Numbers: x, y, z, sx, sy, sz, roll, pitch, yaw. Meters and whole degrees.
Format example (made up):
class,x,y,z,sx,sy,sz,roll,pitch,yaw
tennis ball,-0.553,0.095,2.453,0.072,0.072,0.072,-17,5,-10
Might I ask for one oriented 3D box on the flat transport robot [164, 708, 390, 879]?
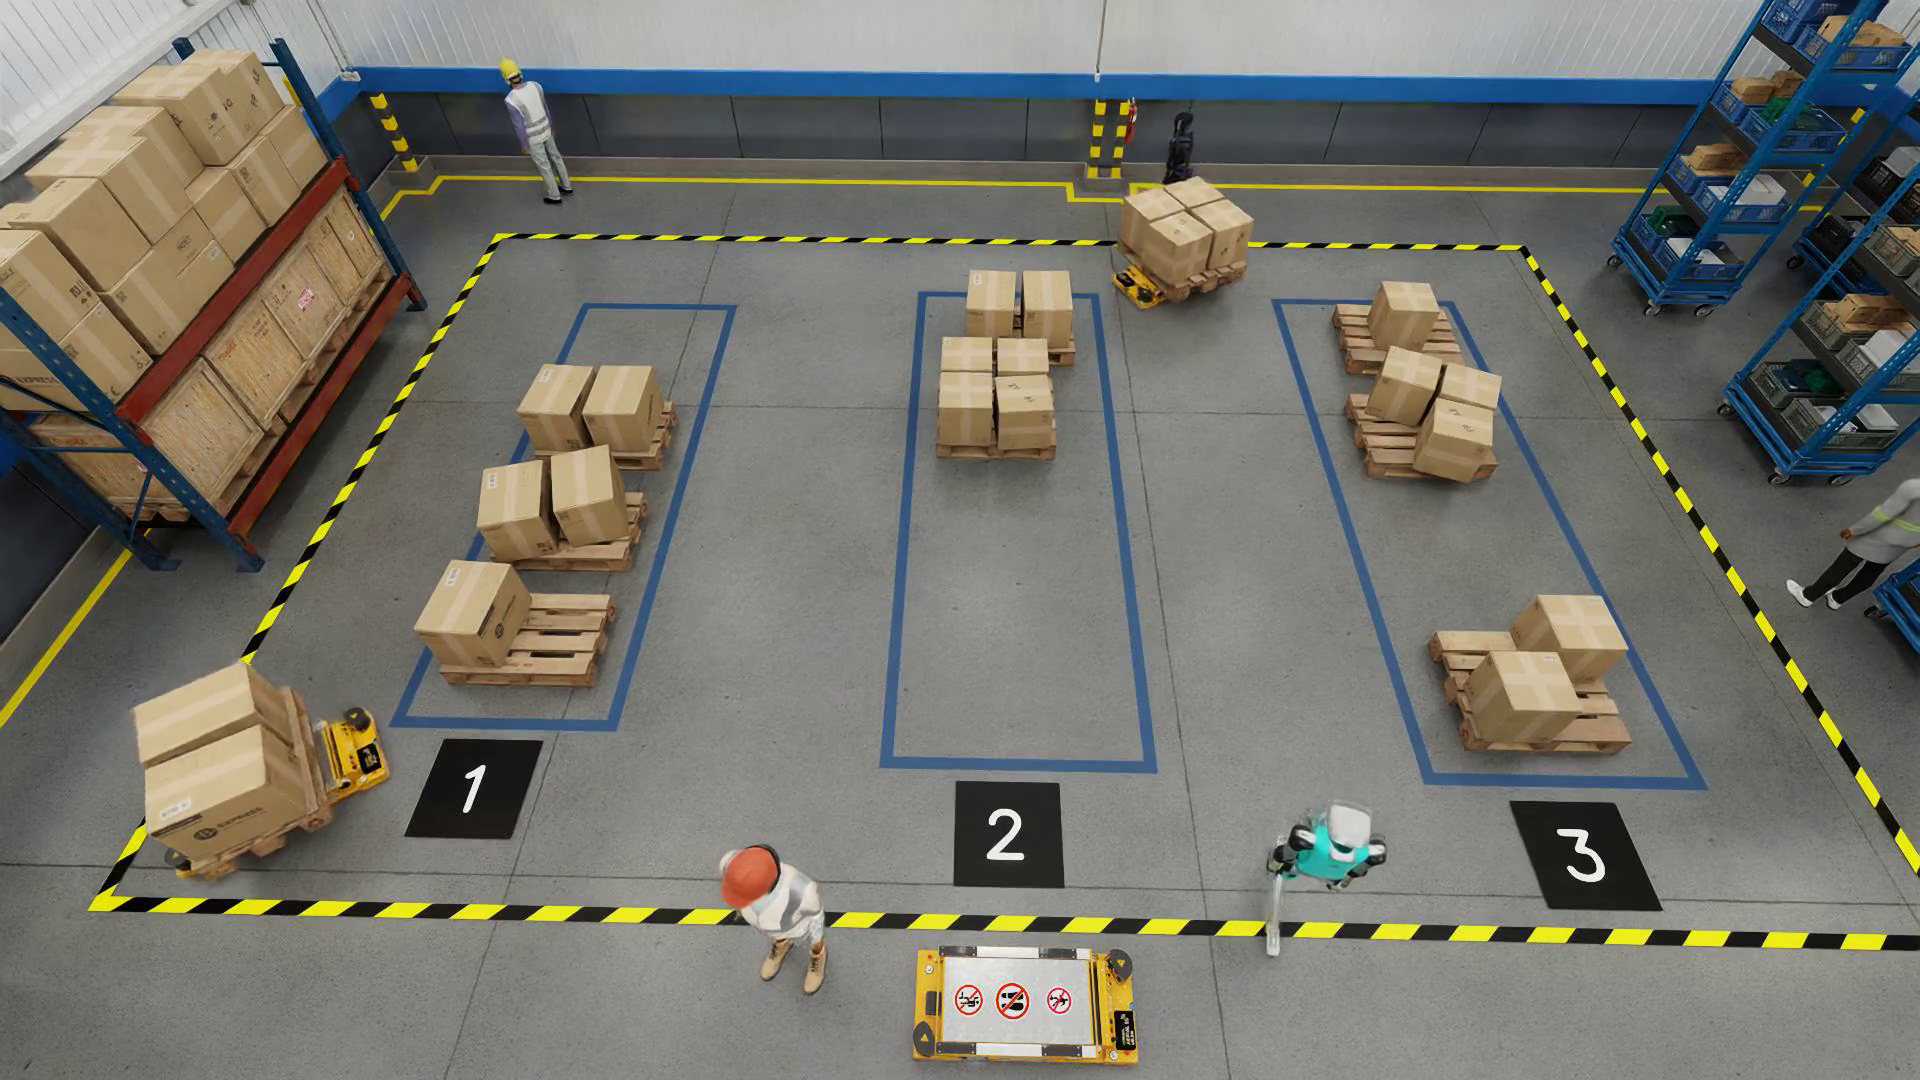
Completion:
class,x,y,z,sx,sy,sz,roll,pitch,yaw
flat transport robot,-5.180,1.871,6.942,1.431,0.197,0.652,-27,56,-20

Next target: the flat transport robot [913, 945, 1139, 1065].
class,x,y,z,sx,sy,sz,roll,pitch,yaw
flat transport robot,0.422,3.041,6.007,1.431,0.231,0.659,1,51,1

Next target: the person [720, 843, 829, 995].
class,x,y,z,sx,sy,sz,roll,pitch,yaw
person,-1.092,2.279,5.490,0.604,2.034,0.388,15,52,12

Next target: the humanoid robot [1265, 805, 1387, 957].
class,x,y,z,sx,sy,sz,roll,pitch,yaw
humanoid robot,2.260,1.964,5.975,0.539,1.769,1.038,9,51,8

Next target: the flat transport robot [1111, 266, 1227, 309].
class,x,y,z,sx,sy,sz,roll,pitch,yaw
flat transport robot,2.619,-3.248,11.116,1.431,0.197,0.652,-22,54,-17

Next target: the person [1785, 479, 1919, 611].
class,x,y,z,sx,sy,sz,roll,pitch,yaw
person,7.639,-0.078,7.531,0.587,1.848,0.399,9,51,7

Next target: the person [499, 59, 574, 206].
class,x,y,z,sx,sy,sz,roll,pitch,yaw
person,-5.424,-5.176,11.702,0.404,1.823,0.590,18,53,14

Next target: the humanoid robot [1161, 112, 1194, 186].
class,x,y,z,sx,sy,sz,roll,pitch,yaw
humanoid robot,2.571,-4.360,11.142,0.626,1.637,0.615,-7,51,-6
